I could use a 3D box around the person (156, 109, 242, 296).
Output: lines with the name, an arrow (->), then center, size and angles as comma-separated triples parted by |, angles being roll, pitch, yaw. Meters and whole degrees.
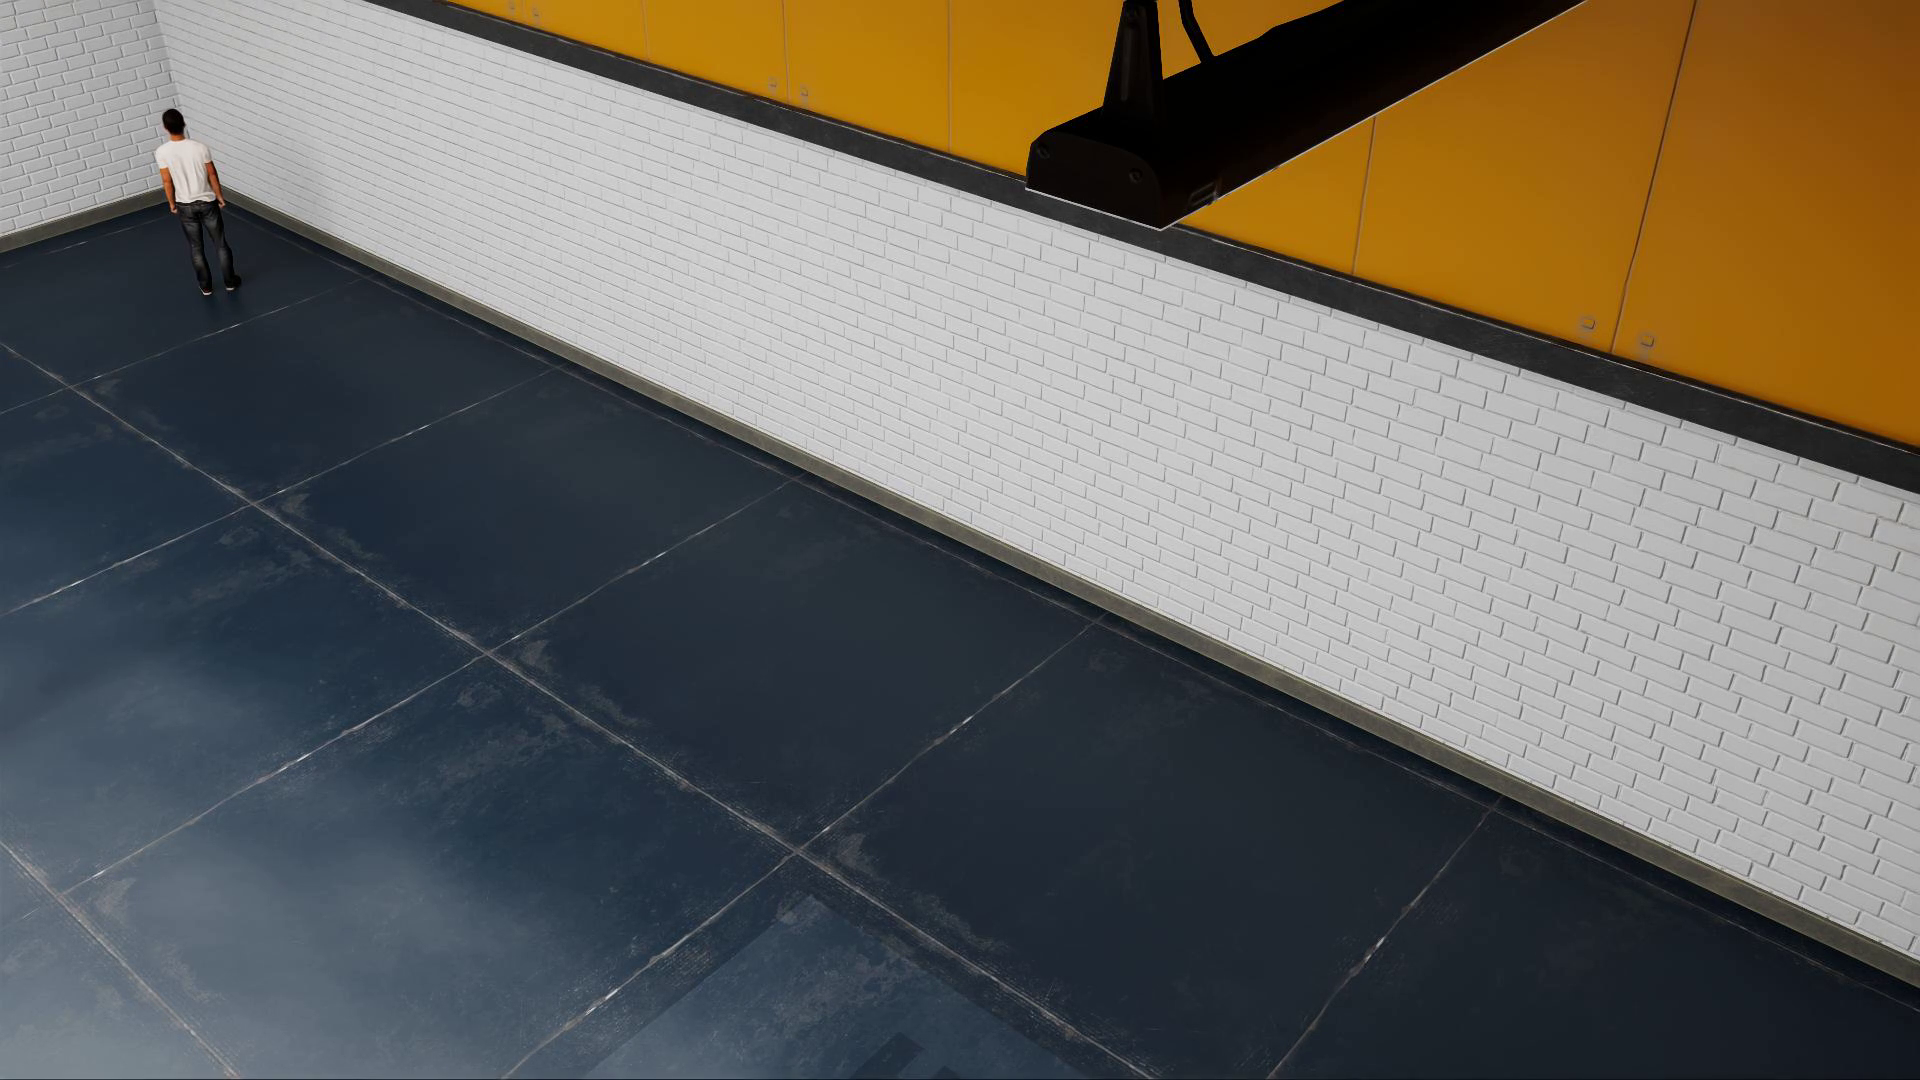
person -> -7.305, -3.231, 15.897 | 0.632, 1.803, 0.776 | -13, 36, -19
